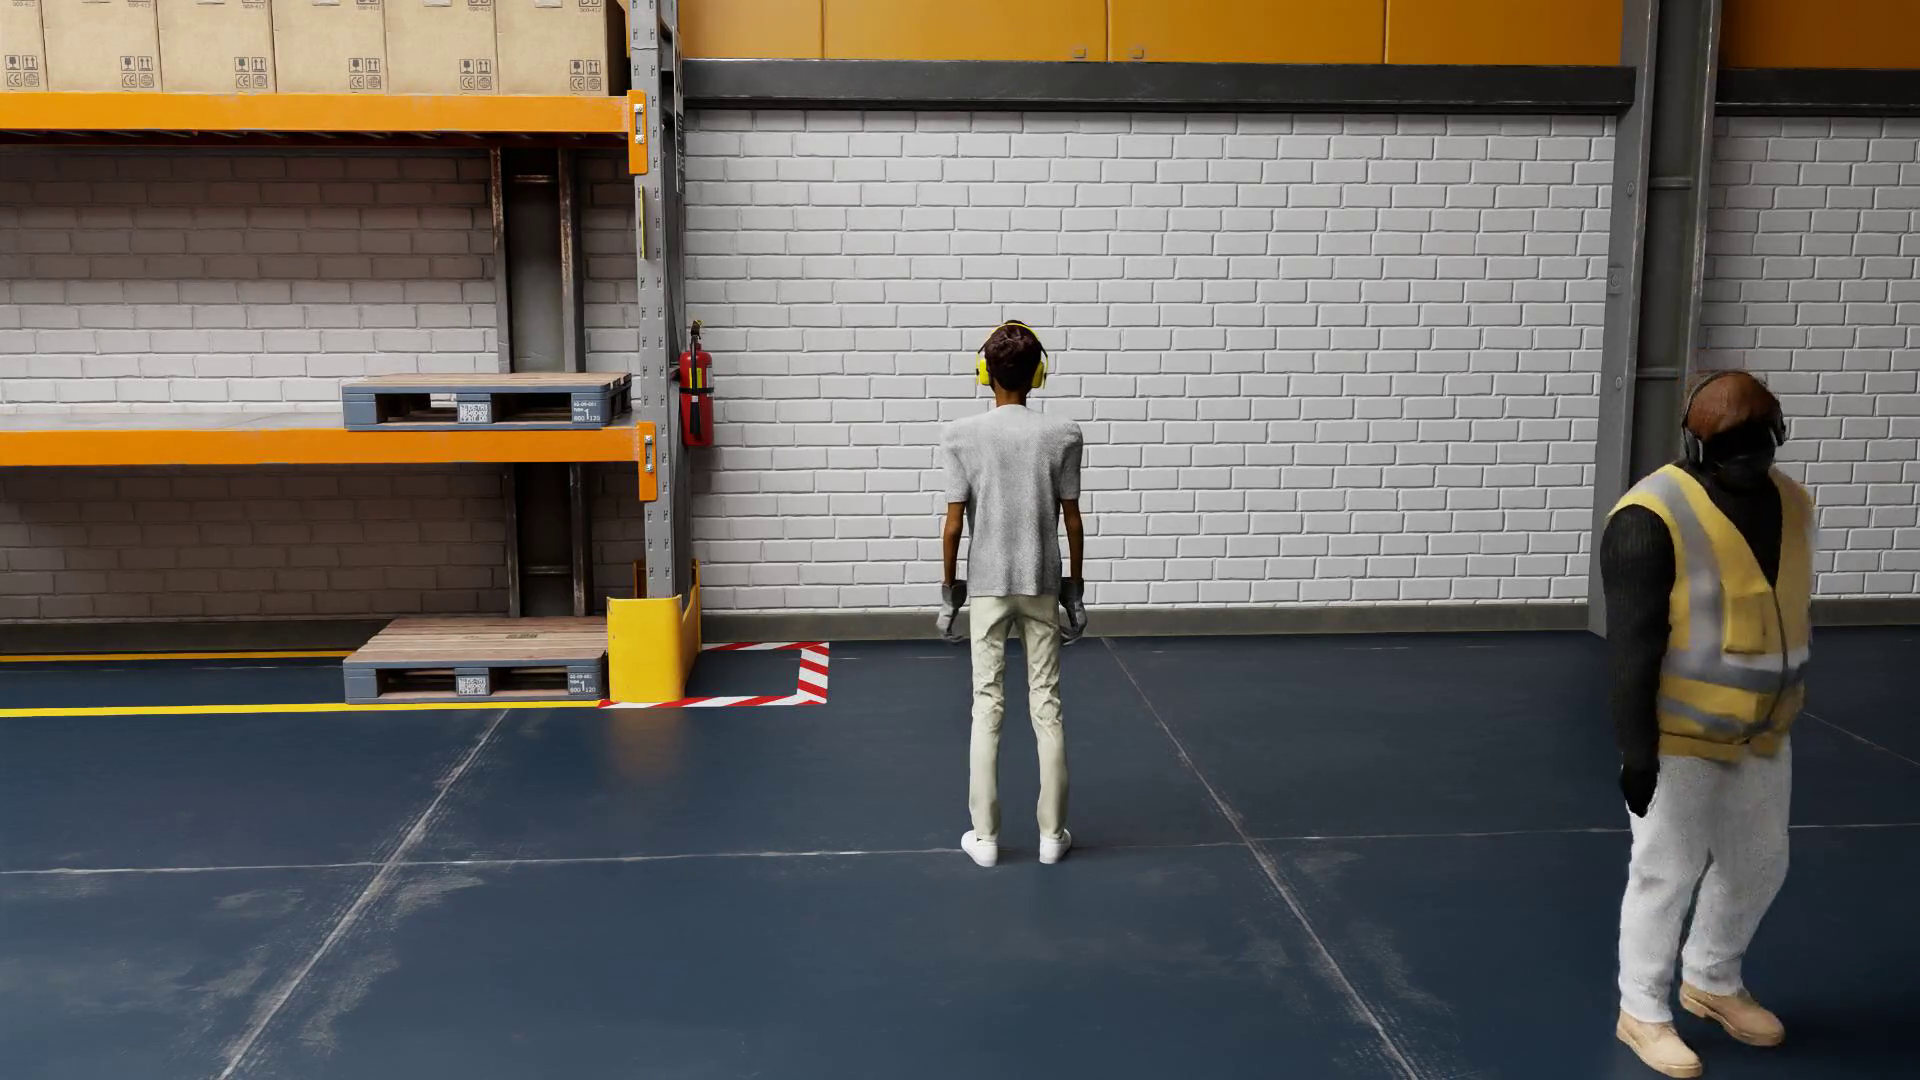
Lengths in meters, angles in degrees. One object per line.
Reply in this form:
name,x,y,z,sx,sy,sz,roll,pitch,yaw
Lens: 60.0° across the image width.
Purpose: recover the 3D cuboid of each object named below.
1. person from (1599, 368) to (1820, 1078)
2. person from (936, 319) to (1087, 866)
person,1.842,0.473,4.136,0.653,1.804,0.455,-4,10,-22
person,0.176,0.189,5.703,0.521,1.874,0.328,0,9,-3
